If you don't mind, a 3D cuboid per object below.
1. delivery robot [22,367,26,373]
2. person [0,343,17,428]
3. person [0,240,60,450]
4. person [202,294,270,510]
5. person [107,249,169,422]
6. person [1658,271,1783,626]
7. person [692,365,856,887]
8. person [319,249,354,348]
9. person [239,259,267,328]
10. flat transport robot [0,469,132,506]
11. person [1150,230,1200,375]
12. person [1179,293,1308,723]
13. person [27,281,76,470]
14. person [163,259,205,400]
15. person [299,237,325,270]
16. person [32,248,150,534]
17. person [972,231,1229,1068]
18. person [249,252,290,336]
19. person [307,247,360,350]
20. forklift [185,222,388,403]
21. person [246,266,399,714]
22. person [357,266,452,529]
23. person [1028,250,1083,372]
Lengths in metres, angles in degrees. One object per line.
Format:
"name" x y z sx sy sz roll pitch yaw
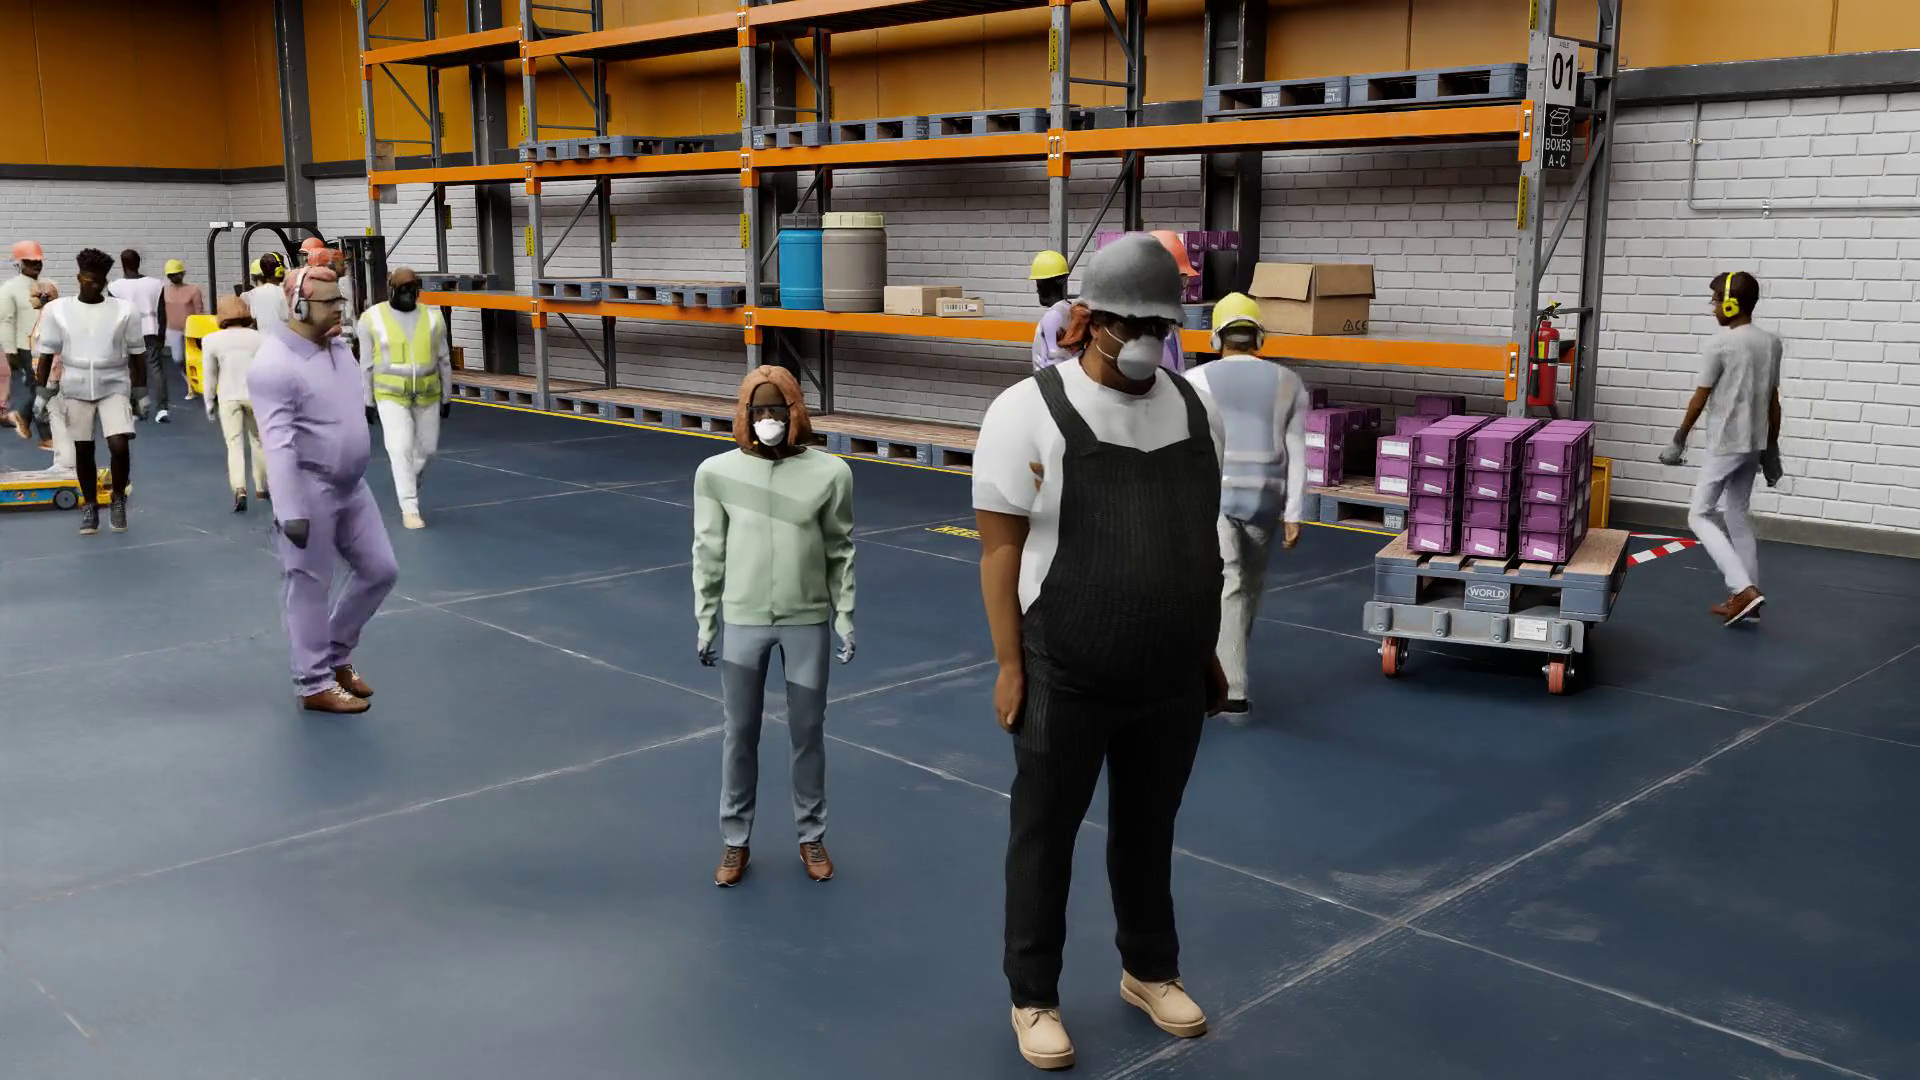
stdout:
"delivery robot" -12.385 -2.419 22.535 0.477 0.478 0.707 0 10 -1
"person" -10.115 -2.062 17.222 0.739 1.878 0.664 3 11 14
"person" -8.794 -1.839 15.734 0.710 1.977 0.619 3 11 18
"person" -5.355 -1.034 12.400 0.511 1.593 0.815 -4 11 -23
"person" -8.933 -2.221 18.137 0.586 1.877 1.002 -8 13 -37
"person" 4.012 -0.461 8.600 0.523 1.843 0.551 -5 11 -23
"person" -0.572 0.270 5.183 0.504 1.632 0.270 -1 10 -7
"person" -6.069 -1.879 16.217 0.352 1.883 0.576 -3 11 -15
"person" -7.404 -2.095 17.740 0.533 1.767 0.372 -9 14 -40
"flat transport robot" -7.016 -0.378 12.436 1.431 0.197 0.652 -4 11 -22
"person" 0.855 -0.337 7.377 0.392 2.041 0.615 5 12 26
"person" 1.148 -0.164 7.157 0.613 1.764 0.938 -1 10 -4
"person" -7.608 -1.340 13.947 0.306 1.640 0.521 -7 13 -35
"person" -9.617 -2.619 20.659 0.556 1.737 0.671 -1 10 -5
"person" -7.116 -2.338 18.417 0.622 1.993 0.384 3 11 16
"person" -5.853 -0.991 11.210 0.680 1.938 0.487 -4 11 -20
"person" 0.398 0.268 4.084 0.674 2.000 0.535 -5 11 -23
"person" -6.210 -1.680 15.171 0.514 1.873 0.329 4 11 20
"person" -6.700 -2.187 17.864 0.463 1.892 0.635 1 10 5
"forklift" -8.169 -2.758 20.163 2.313 2.155 1.214 -10 14 -44
"person" -2.658 -0.194 6.993 0.433 1.891 0.678 2 11 12
"person" -3.909 -1.017 11.726 0.632 1.817 0.785 -7 12 -33
"person" 0.609 -0.883 10.678 0.383 1.924 0.589 3 11 13
